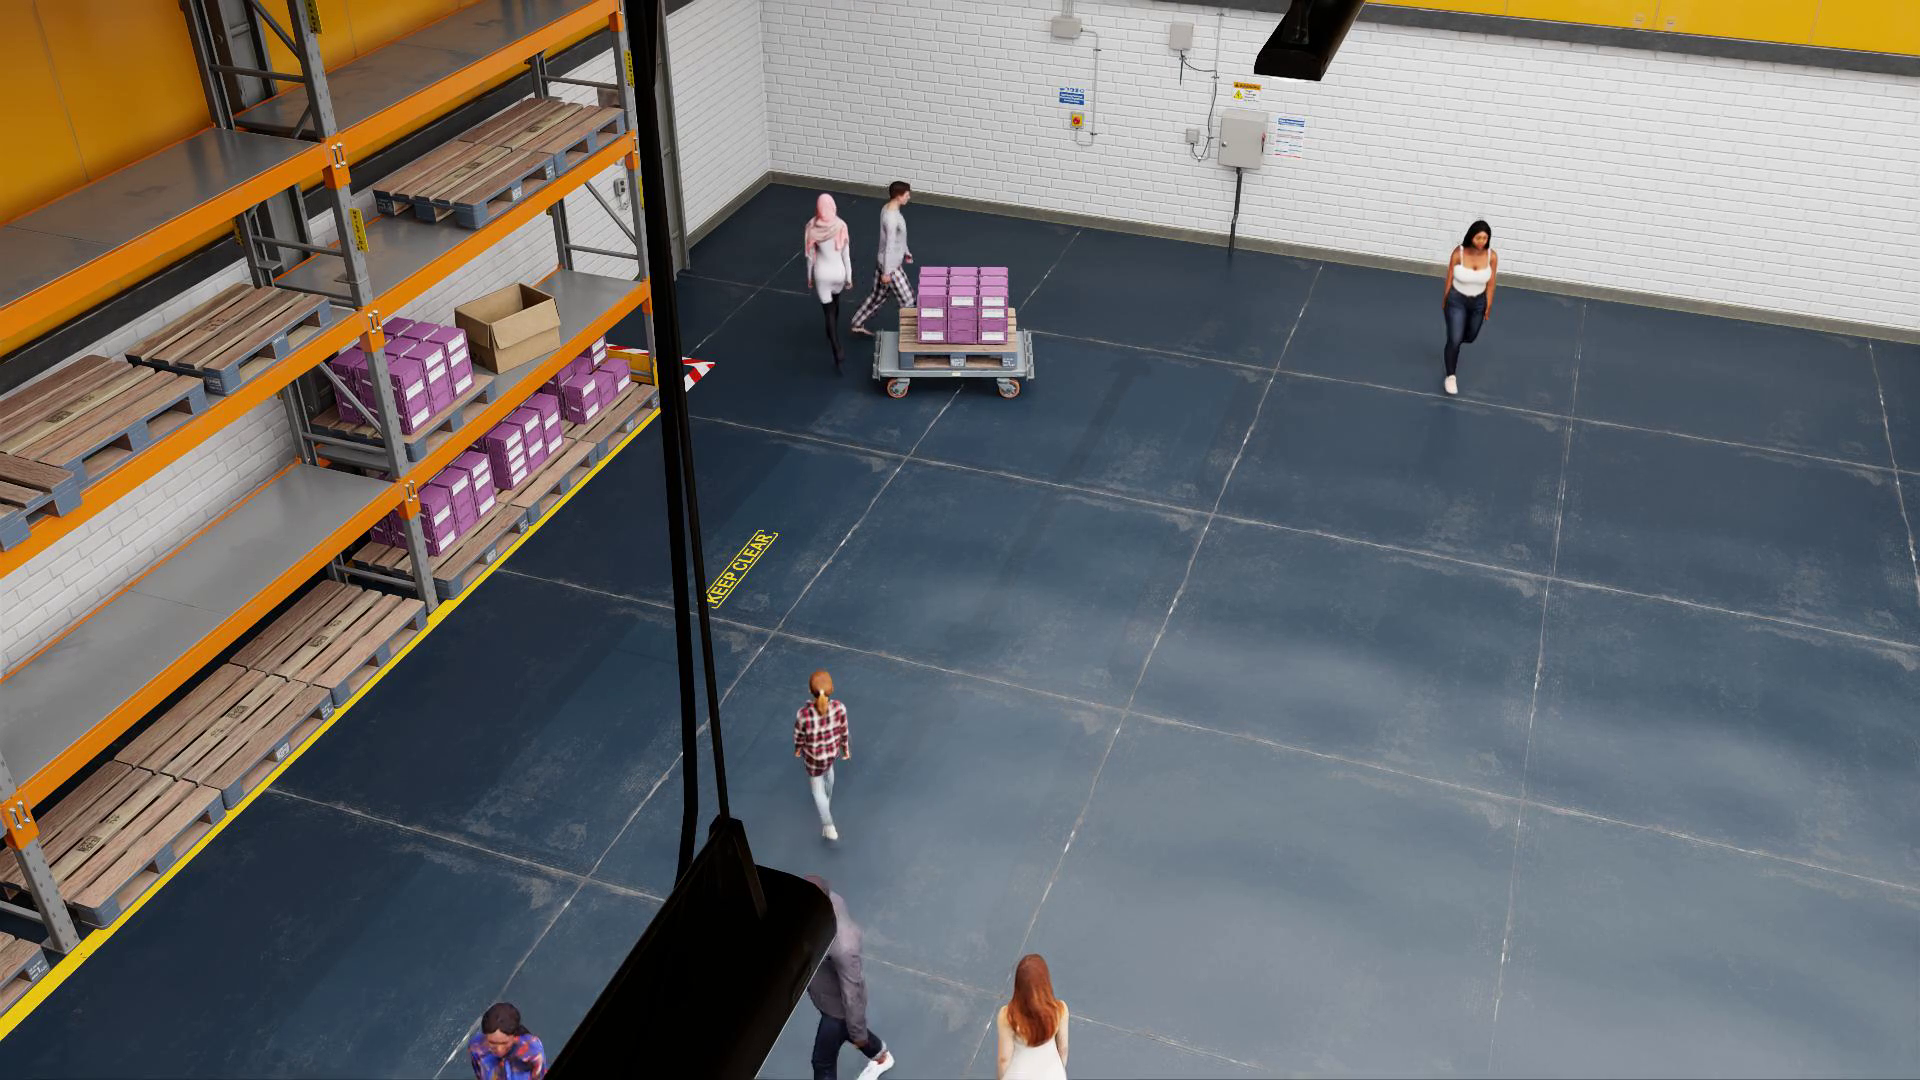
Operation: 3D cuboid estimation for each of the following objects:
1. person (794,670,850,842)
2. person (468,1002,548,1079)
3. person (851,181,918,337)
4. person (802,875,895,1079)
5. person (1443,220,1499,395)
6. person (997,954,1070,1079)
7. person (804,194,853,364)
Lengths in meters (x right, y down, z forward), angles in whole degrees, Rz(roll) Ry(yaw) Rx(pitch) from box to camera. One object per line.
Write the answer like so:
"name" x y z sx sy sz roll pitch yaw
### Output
"person" -0.937 1.490 11.454 0.857 1.293 0.922 -14 36 -20
"person" -2.338 2.944 8.901 0.815 1.696 1.021 -1 34 -1
"person" -0.825 -2.924 17.630 1.035 1.807 1.136 -4 34 -7
"person" -0.641 2.553 9.432 1.183 1.761 1.122 -19 38 -27
"person" 5.122 -2.426 16.904 0.796 1.781 1.172 4 34 6
"person" 0.389 2.885 8.980 0.640 1.709 0.662 -5 34 -8
"person" -1.349 -2.669 17.293 1.090 1.756 1.296 -7 34 -11
